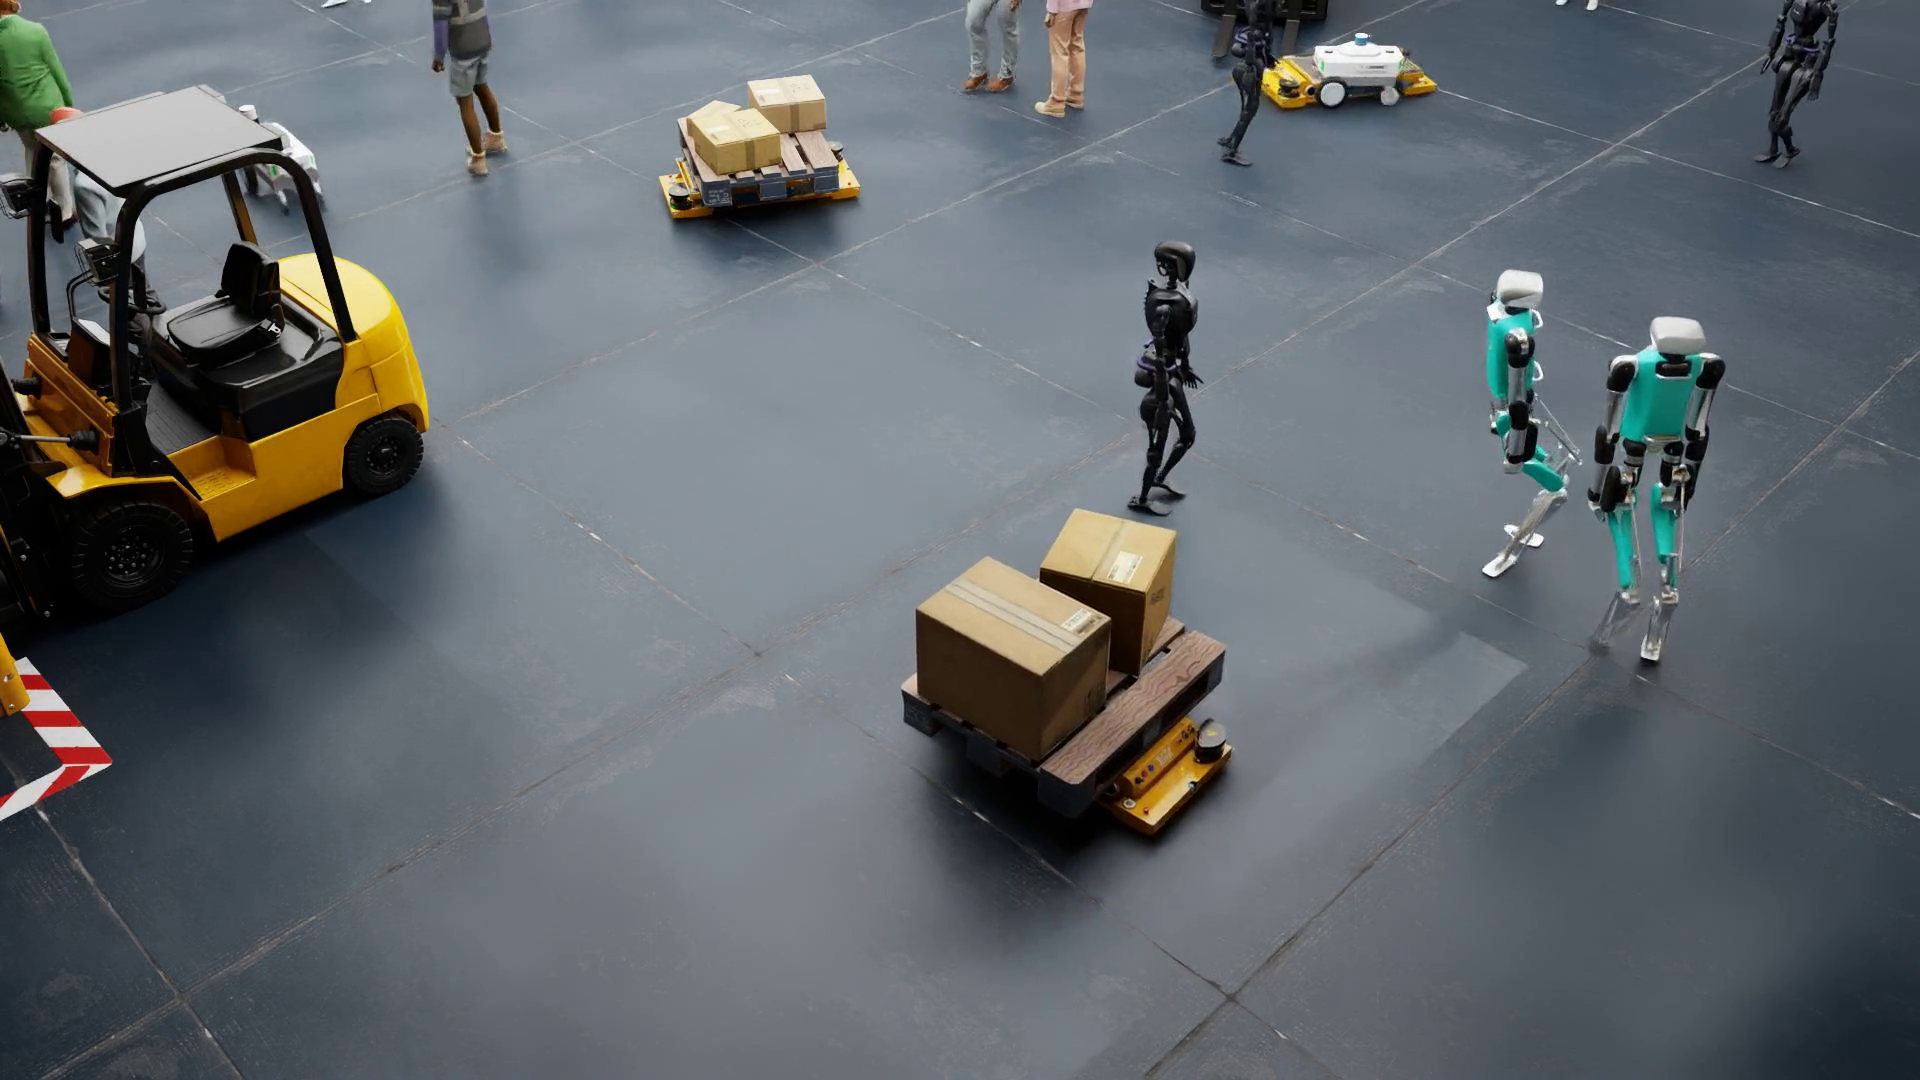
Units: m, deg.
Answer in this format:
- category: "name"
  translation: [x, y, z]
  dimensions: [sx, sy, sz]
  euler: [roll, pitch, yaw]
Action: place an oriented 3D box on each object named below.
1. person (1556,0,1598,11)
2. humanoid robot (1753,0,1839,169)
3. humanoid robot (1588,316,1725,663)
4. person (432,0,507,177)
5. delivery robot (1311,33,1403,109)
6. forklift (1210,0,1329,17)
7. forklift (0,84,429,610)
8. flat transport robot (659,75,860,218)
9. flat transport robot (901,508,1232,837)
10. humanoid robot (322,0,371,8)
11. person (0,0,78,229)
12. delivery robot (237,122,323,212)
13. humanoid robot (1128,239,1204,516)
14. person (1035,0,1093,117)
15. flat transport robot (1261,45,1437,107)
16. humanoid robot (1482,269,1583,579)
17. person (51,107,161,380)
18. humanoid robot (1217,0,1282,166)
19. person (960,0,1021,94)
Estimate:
- category: "person"
  translation: [6.021, -5.845, 15.673]
  dimensions: [0.521, 1.638, 0.308]
  euler: [20, 41, 25]
- category: "humanoid robot"
  translation: [6.408, -3.660, 12.720]
  dimensions: [0.365, 1.635, 0.610]
  euler: [-12, 38, -15]
- category: "humanoid robot"
  translation: [3.315, -0.108, 7.960]
  dimensions: [0.531, 1.829, 0.796]
  euler: [-1, 37, -1]
- category: "person"
  translation: [-3.752, -3.752, 12.576]
  dimensions: [0.434, 2.011, 0.628]
  euler: [8, 38, 11]
- category: "delivery robot"
  translation: [3.366, -3.988, 14.087]
  dimensions: [0.758, 0.583, 0.499]
  euler: [0, 37, 0]
- category: "forklift"
  translation: [3.106, -6.400, 15.960]
  dimensions: [1.214, 2.155, 2.313]
  euler: [8, 37, 10]
- category: "forklift"
  translation: [-4.145, -1.093, 8.856]
  dimensions: [2.313, 2.155, 1.214]
  euler: [-31, 47, -34]
- category: "flat transport robot"
  translation: [-1.532, -2.740, 12.664]
  dimensions: [1.431, 0.231, 0.659]
  euler: [-10, 38, -13]
- category: "flat transport robot"
  translation: [0.504, 0.836, 7.877]
  dimensions: [1.431, 0.231, 0.659]
  euler: [27, 44, 31]
- category: "humanoid robot"
  translation: [-6.040, -5.904, 15.691]
  dimensions: [0.587, 1.797, 0.853]
  euler: [9, 38, 11]
- category: "person"
  translation: [-6.632, -3.095, 11.896]
  dimensions: [0.533, 1.761, 0.452]
  euler: [-6, 37, -7]
- category: "delivery robot"
  translation: [-5.158, -2.865, 12.609]
  dimensions: [0.499, 0.613, 0.803]
  euler: [-25, 43, -29]
- category: "humanoid robot"
  translation: [1.123, -0.848, 8.950]
  dimensions: [0.360, 1.650, 0.583]
  euler: [11, 38, 14]
- category: "person"
  translation: [0.902, -4.352, 13.565]
  dimensions: [0.409, 1.776, 0.538]
  euler: [24, 43, 29]
- category: "flat transport robot"
  translation: [3.317, -3.996, 14.346]
  dimensions: [1.431, 0.231, 0.659]
  euler: [-9, 38, -12]
- category: "humanoid robot"
  translation: [3.005, -0.575, 8.534]
  dimensions: [0.851, 1.761, 0.617]
  euler: [2, 37, 3]
- category: "person"
  translation: [-5.184, -1.809, 10.188]
  dimensions: [0.345, 1.740, 0.572]
  euler: [-3, 37, -4]
- category: "humanoid robot"
  translation: [2.222, -3.722, 12.834]
  dimensions: [0.417, 1.667, 0.599]
  euler: [16, 40, 20]
- category: "person"
  translation: [0.284, -4.600, 13.778]
  dimensions: [0.659, 1.910, 0.638]
  euler: [26, 44, 30]
